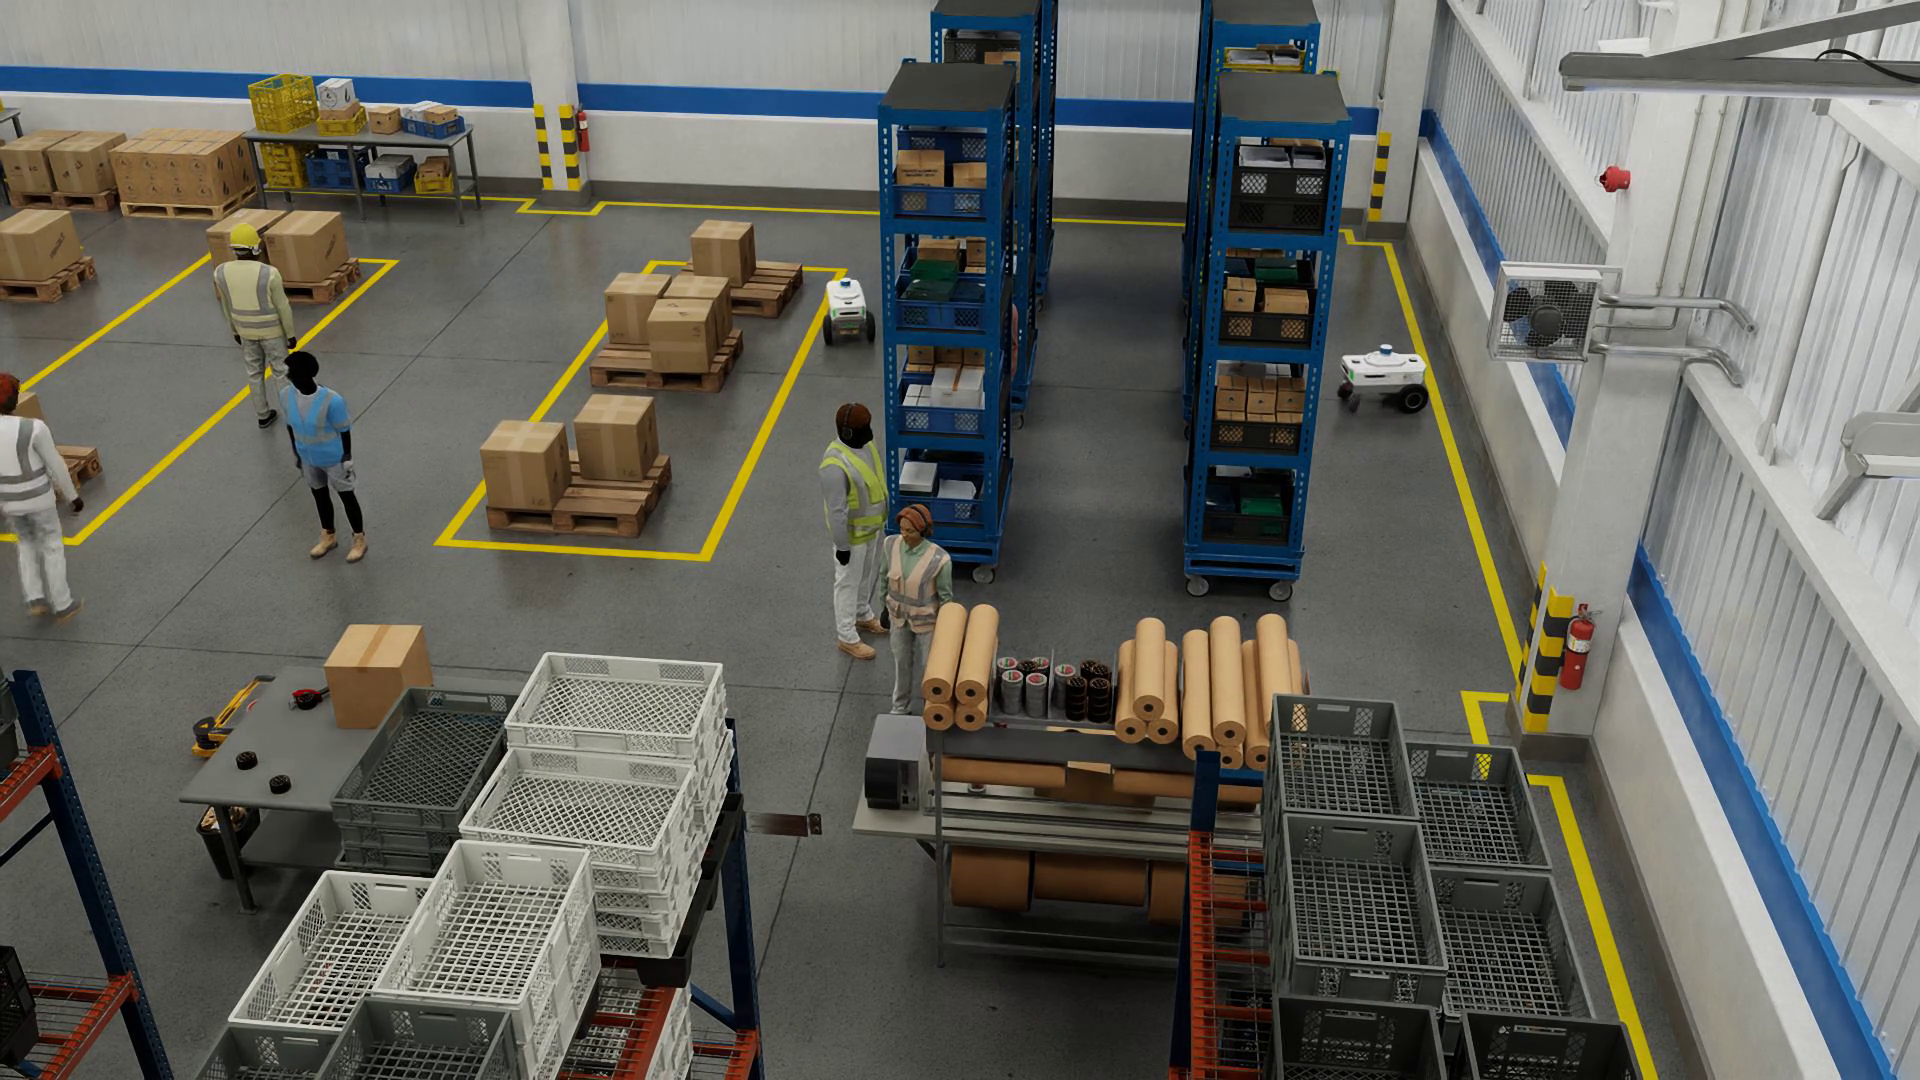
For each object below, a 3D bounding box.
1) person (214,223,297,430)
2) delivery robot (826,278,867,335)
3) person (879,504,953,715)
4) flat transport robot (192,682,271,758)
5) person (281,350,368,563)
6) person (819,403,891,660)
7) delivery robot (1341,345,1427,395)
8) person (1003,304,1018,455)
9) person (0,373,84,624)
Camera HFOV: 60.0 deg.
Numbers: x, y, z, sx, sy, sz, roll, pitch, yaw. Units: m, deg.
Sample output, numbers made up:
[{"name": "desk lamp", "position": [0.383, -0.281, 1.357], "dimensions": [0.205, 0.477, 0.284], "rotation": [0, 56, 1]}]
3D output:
[{"name": "person", "position": [-5.971, -1.817, 14.239], "dimensions": [0.595, 1.824, 0.404], "rotation": [3, 30, 6]}, {"name": "delivery robot", "position": [-1.116, -2.323, 16.265], "dimensions": [0.477, 0.478, 0.707], "rotation": [-5, 31, -8]}, {"name": "person", "position": [-0.278, 0.503, 10.432], "dimensions": [0.514, 1.639, 0.307], "rotation": [16, 34, 25]}, {"name": "flat transport robot", "position": [-4.089, 1.163, 10.648], "dimensions": [1.431, 0.197, 0.652], "rotation": [3, 30, 6]}, {"name": "person", "position": [-4.709, -0.621, 12.303], "dimensions": [0.536, 1.696, 0.321], "rotation": [8, 31, 14]}, {"name": "person", "position": [-0.689, -0.084, 11.240], "dimensions": [0.429, 1.843, 0.633], "rotation": [9, 32, 16]}, {"name": "delivery robot", "position": [3.779, -1.507, 14.864], "dimensions": [0.707, 0.478, 0.477], "rotation": [-2, 30, -3]}, {"name": "person", "position": [0.163, -1.339, 13.255], "dimensions": [0.611, 1.985, 0.393], "rotation": [17, 34, 27]}, {"name": "person", "position": [-6.469, -0.275, 11.535], "dimensions": [0.624, 1.867, 0.394], "rotation": [-1, 30, -2]}]
